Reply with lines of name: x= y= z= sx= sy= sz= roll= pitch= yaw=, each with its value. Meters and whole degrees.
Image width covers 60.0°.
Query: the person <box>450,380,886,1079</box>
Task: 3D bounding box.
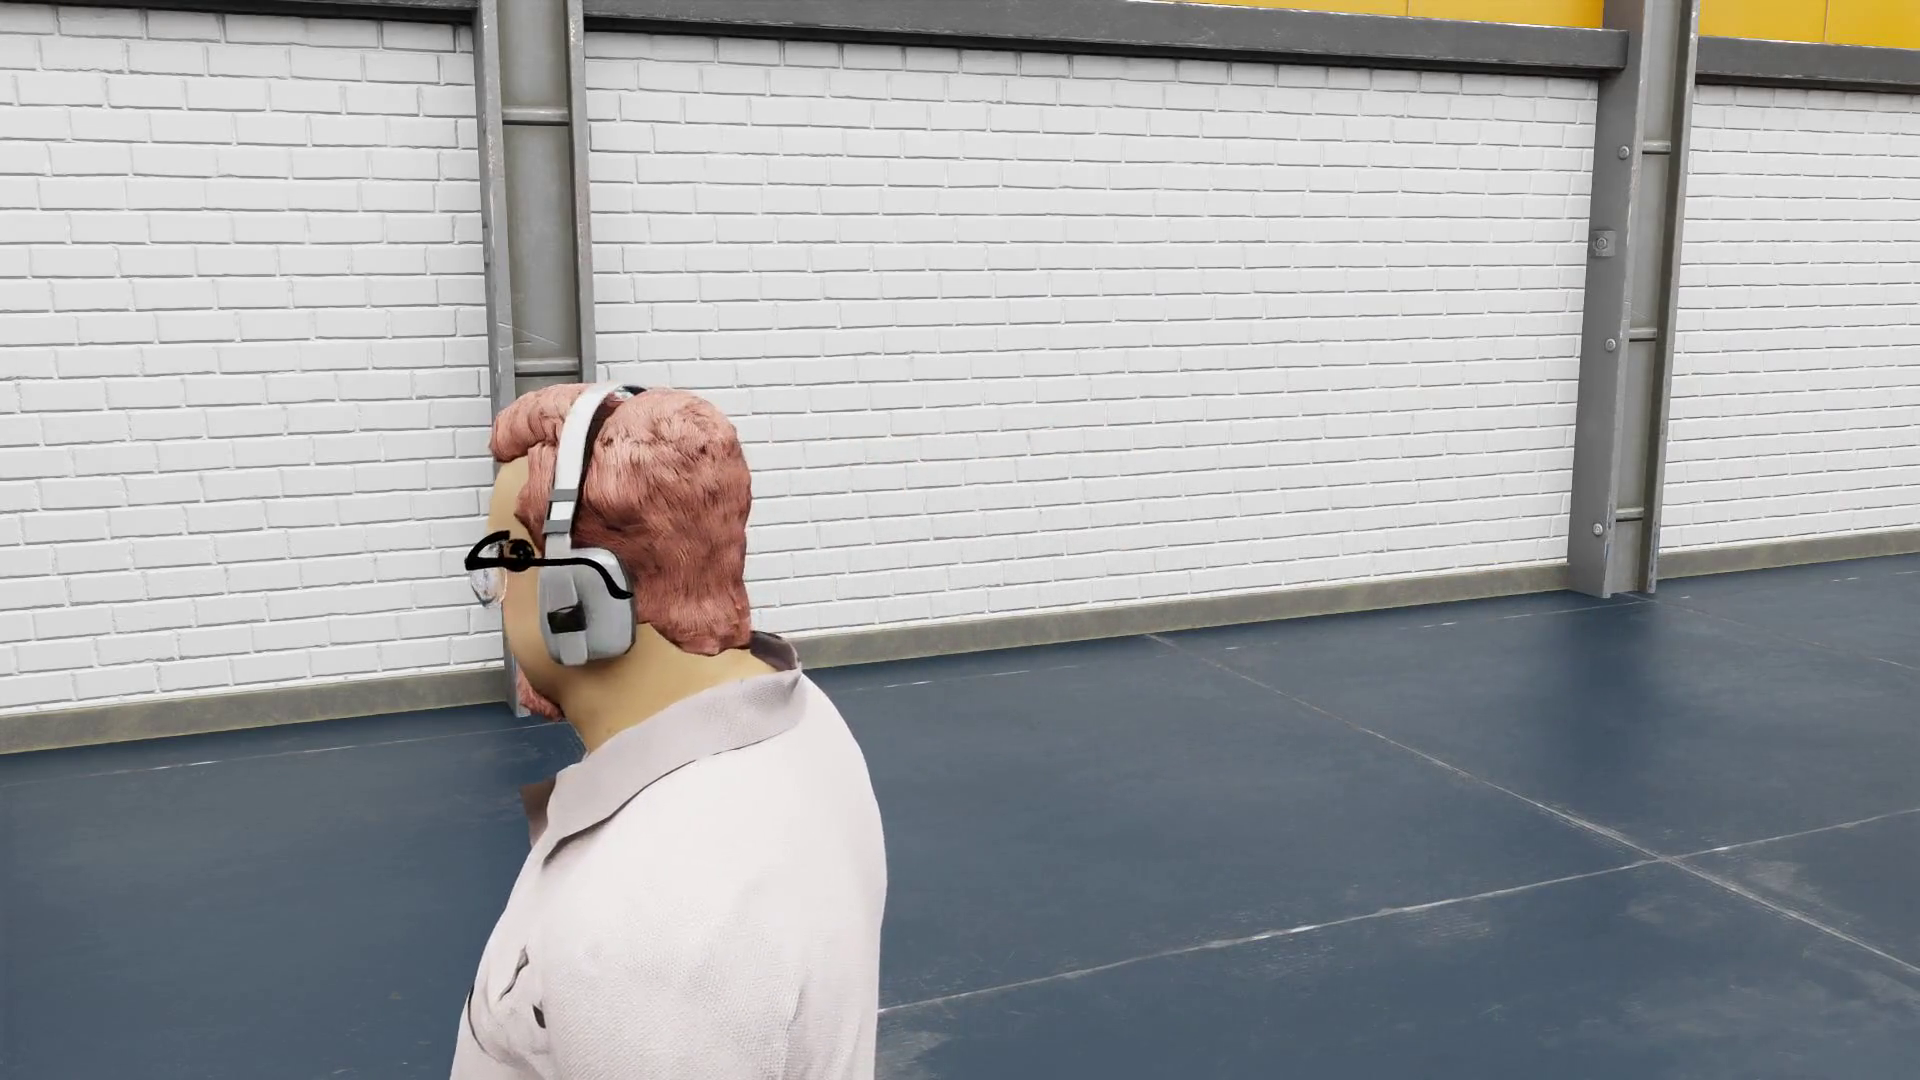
person: x=-0.271 y=0.805 z=1.544 sx=0.402 sy=1.904 sz=0.651 roll=0 pitch=10 yaw=1
